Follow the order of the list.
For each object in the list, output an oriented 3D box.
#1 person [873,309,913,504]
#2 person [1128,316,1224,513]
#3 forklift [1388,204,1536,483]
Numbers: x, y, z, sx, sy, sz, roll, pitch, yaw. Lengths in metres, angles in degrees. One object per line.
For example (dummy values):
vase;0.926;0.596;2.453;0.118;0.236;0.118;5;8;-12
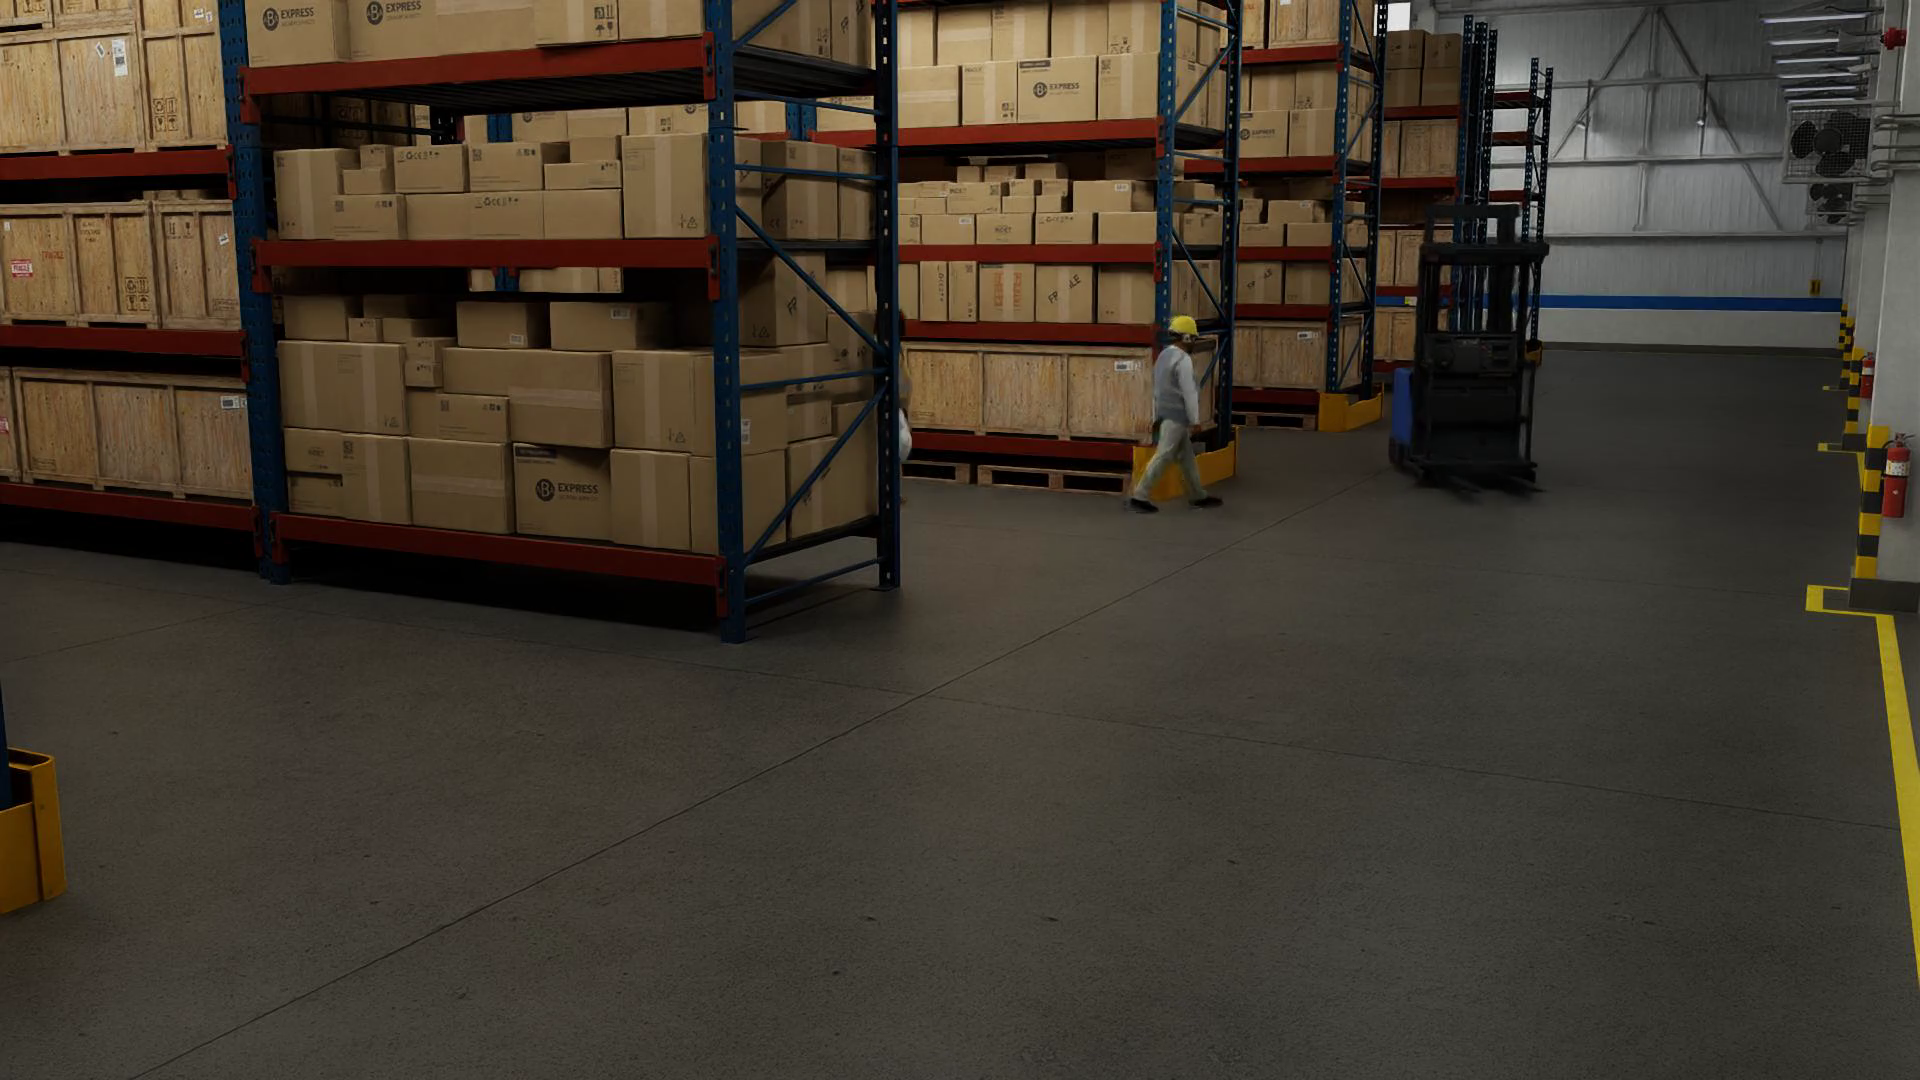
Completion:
person;-0.625;-1.225;15.375;0.481;1.826;0.658;1;10;7
person;1.938;-1.121;14.960;0.957;1.778;0.608;-2;10;-12
forklift;5.213;-2.078;17.274;1.129;2.768;1.873;0;10;2
